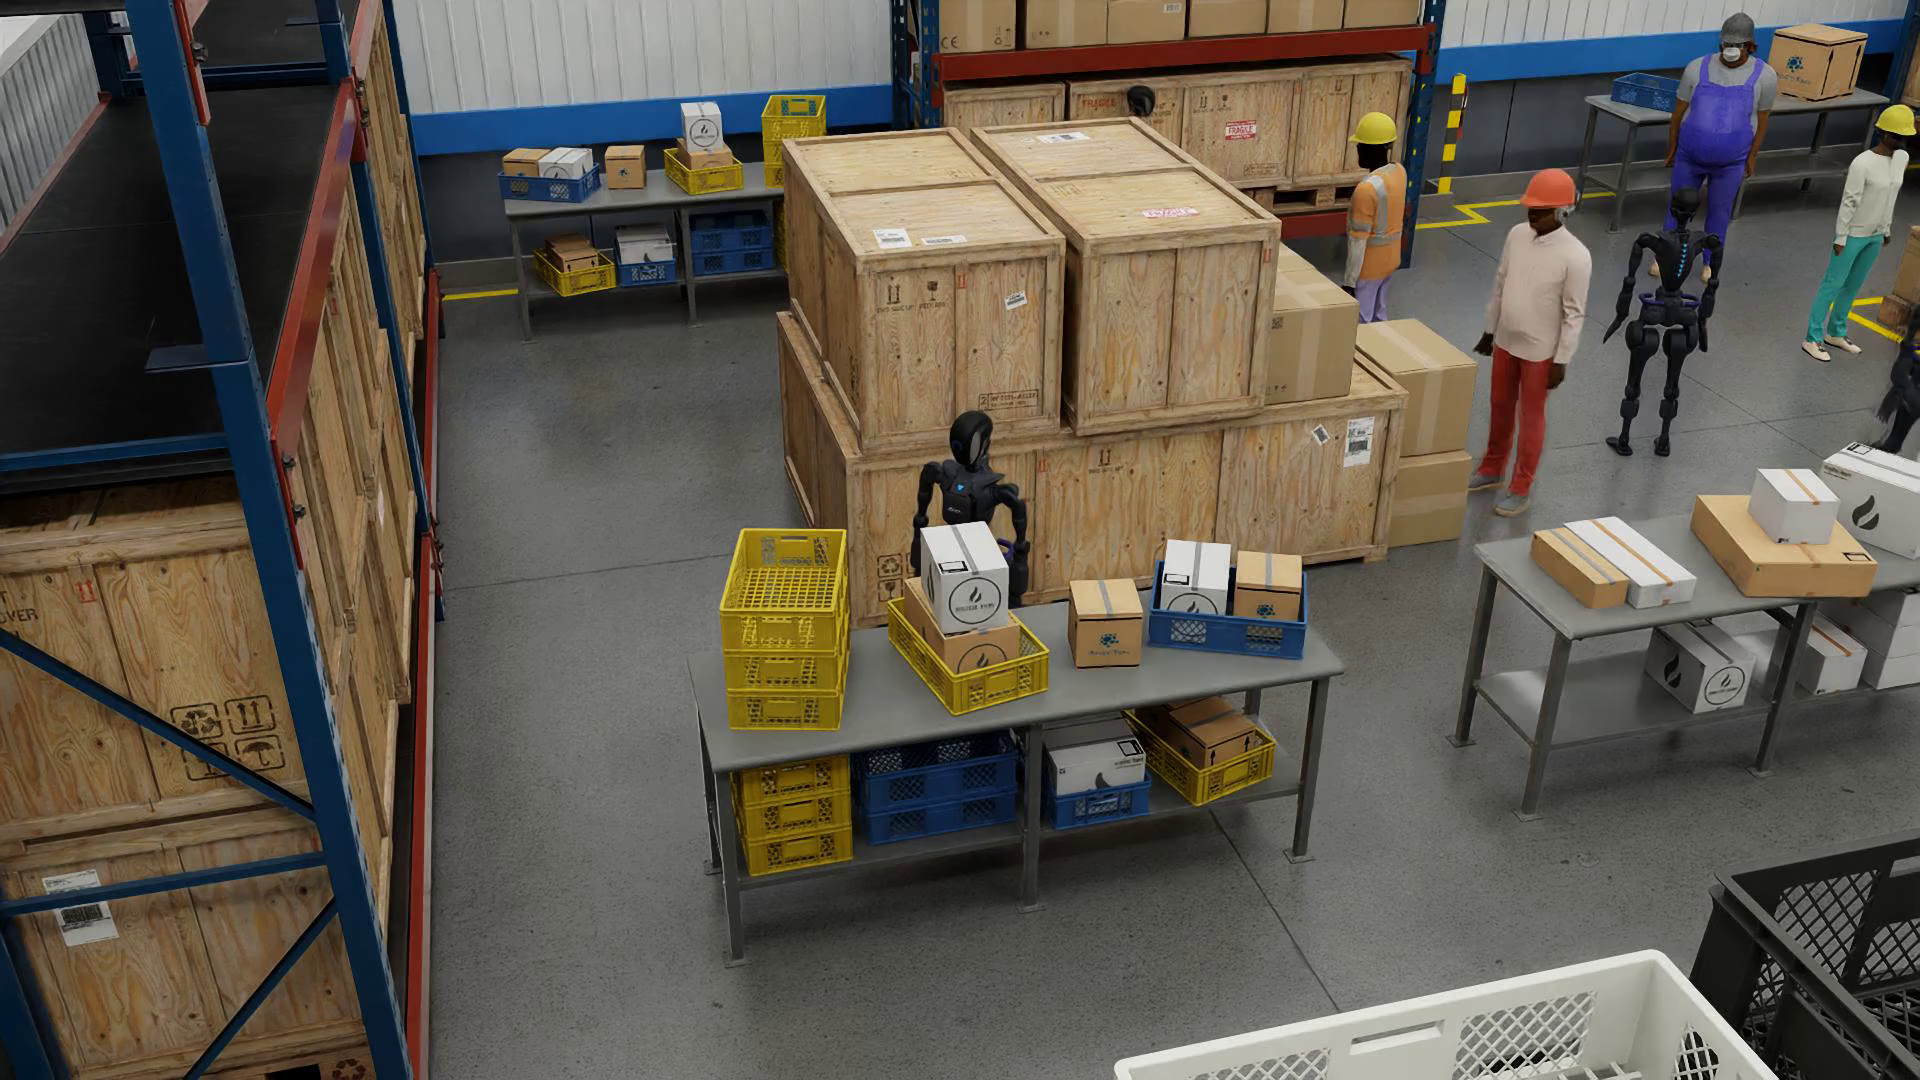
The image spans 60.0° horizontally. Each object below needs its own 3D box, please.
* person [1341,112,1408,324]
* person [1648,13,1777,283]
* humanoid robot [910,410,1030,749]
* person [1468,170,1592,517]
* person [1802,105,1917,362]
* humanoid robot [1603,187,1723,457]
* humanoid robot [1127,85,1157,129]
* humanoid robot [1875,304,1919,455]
[{"bbox_3d":[2.587,-1.762,10.612,0.405,1.918,0.582,18,34,30],"label":"person"},{"bbox_3d":[5.738,-2.972,12.677,0.687,2.000,0.540,14,32,23],"label":"person"},{"bbox_3d":[0.049,0.198,7.281,0.601,1.657,0.328,15,32,25],"label":"humanoid robot"},{"bbox_3d":[3.168,-1.101,9.339,0.398,1.991,0.647,-14,32,-24],"label":"person"},{"bbox_3d":[6.181,-2.091,11.359,0.531,1.766,0.323,-14,32,-23],"label":"person"},{"bbox_3d":[4.233,-1.316,10.030,0.599,1.657,0.332,3,29,6],"label":"humanoid robot"},{"bbox_3d":[1.303,-2.539,12.263,0.437,1.638,0.593,-2,29,-4],"label":"humanoid robot"},{"bbox_3d":[5.472,-0.913,9.354,0.593,1.628,0.711,2,29,4],"label":"humanoid robot"}]
